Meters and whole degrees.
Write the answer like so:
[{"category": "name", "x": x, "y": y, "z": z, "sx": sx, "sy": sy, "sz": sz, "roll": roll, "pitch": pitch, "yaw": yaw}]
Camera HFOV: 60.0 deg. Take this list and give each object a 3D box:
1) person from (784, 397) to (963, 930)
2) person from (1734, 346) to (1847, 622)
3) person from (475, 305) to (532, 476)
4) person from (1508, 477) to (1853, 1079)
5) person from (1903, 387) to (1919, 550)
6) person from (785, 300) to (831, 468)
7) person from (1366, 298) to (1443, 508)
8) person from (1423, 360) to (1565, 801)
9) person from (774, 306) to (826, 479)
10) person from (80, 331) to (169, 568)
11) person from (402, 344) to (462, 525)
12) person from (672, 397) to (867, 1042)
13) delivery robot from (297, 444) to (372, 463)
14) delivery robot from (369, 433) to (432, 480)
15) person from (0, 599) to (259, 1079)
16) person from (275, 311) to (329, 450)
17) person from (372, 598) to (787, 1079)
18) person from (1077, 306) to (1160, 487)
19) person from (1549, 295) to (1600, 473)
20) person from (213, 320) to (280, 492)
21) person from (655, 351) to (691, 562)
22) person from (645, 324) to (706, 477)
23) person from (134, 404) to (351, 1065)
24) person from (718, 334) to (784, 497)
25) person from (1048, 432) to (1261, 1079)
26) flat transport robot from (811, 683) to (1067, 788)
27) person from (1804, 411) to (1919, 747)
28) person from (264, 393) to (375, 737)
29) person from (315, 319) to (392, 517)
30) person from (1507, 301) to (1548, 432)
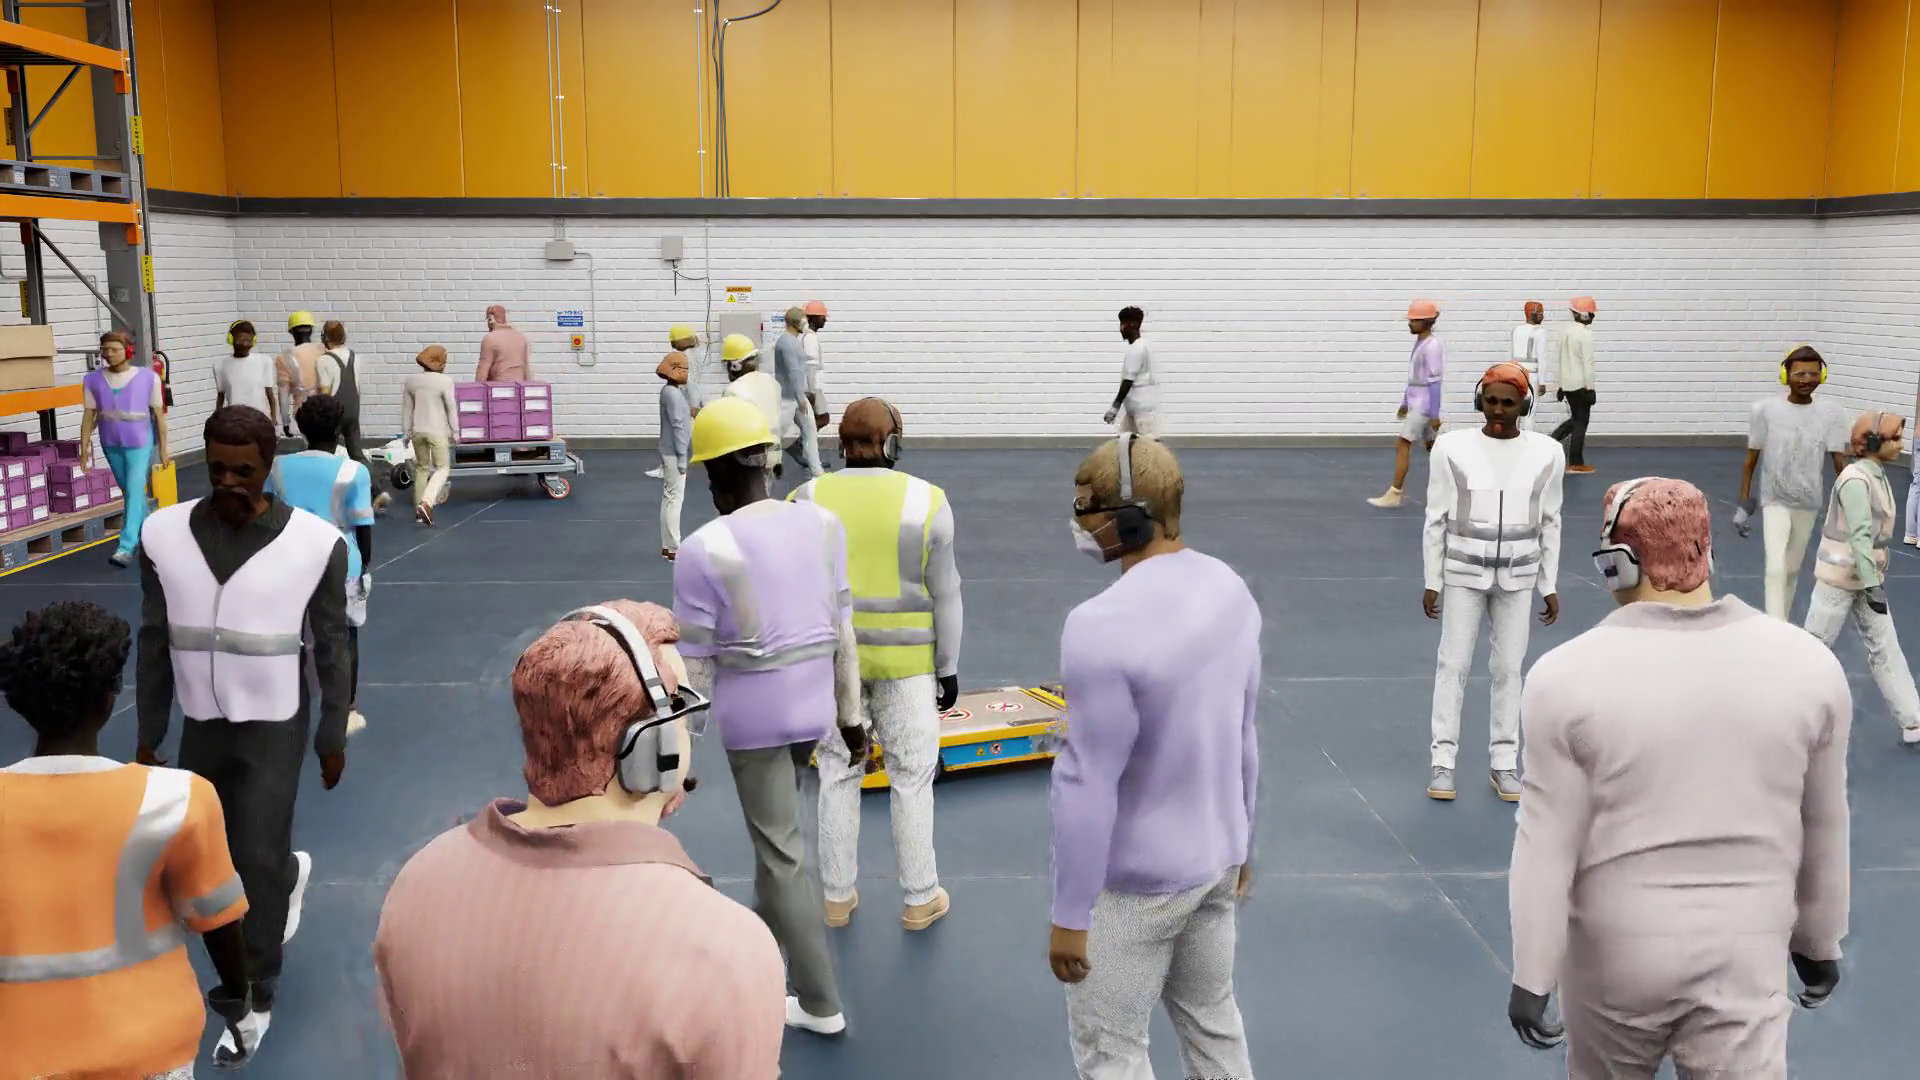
[{"category": "person", "x": -0.293, "y": 0.430, "z": 5.711, "sx": 0.621, "sy": 1.837, "sz": 0.429, "roll": 2, "pitch": 9, "yaw": 10}, {"category": "person", "x": 4.729, "y": -0.169, "z": 9.391, "sx": 0.557, "sy": 1.825, "sz": 0.932, "roll": 2, "pitch": 9, "yaw": 12}, {"category": "person", "x": -5.102, "y": -1.646, "z": 18.332, "sx": 0.911, "sy": 1.858, "sz": 0.696, "roll": 4, "pitch": 10, "yaw": 22}, {"category": "person", "x": 1.438, "y": 0.816, "z": 3.276, "sx": 0.694, "sy": 1.864, "sz": 0.867, "roll": 0, "pitch": 9, "yaw": 2}, {"category": "person", "x": 7.882, "y": -0.795, "z": 13.427, "sx": 0.308, "sy": 1.769, "sz": 0.525, "roll": 2, "pitch": 9, "yaw": 10}, {"category": "person", "x": -1.671, "y": -1.740, "z": 18.765, "sx": 0.468, "sy": 1.923, "sz": 0.546, "roll": -2, "pitch": 9, "yaw": -10}, {"category": "person", "x": 4.449, "y": -1.285, "z": 15.745, "sx": 1.029, "sy": 2.004, "sz": 0.621, "roll": 1, "pitch": 9, "yaw": 9}, {"category": "person", "x": 2.260, "y": 0.179, "z": 7.090, "sx": 0.572, "sy": 1.886, "sz": 0.354, "roll": 1, "pitch": 9, "yaw": 7}, {"category": "person", "x": -1.802, "y": -1.473, "z": 17.235, "sx": 1.042, "sy": 1.891, "sz": 0.637, "roll": 1, "pitch": 9, "yaw": 7}, {"category": "person", "x": -6.439, "y": -0.704, "z": 12.785, "sx": 0.585, "sy": 1.787, "sz": 0.987, "roll": -1, "pitch": 9, "yaw": -3}, {"category": "person", "x": -4.734, "y": -0.923, "z": 14.701, "sx": 0.549, "sy": 1.598, "sz": 0.559, "roll": 3, "pitch": 10, "yaw": 19}, {"category": "person", "x": -0.639, "y": 0.520, "z": 4.987, "sx": 0.850, "sy": 1.883, "sz": 0.612, "roll": 9, "pitch": 13, "yaw": 44}, {"category": "delivery robot", "x": -6.352, "y": -0.795, "z": 16.843, "sx": 0.707, "sy": 0.478, "sz": 0.477, "roll": -6, "pitch": 11, "yaw": -35}, {"category": "delivery robot", "x": -5.807, "y": -0.876, "z": 17.341, "sx": 0.477, "sy": 0.478, "sz": 0.707, "roll": 5, "pitch": 10, "yaw": 26}, {"category": "person", "x": -1.618, "y": 0.925, "z": 3.181, "sx": 0.546, "sy": 1.661, "sz": 0.806, "roll": -2, "pitch": 9, "yaw": -10}, {"category": "person", "x": -5.974, "y": -1.158, "z": 15.308, "sx": 0.614, "sy": 1.873, "sz": 0.919, "roll": -8, "pitch": 12, "yaw": -41}, {"category": "person", "x": -0.465, "y": 1.001, "z": 2.156, "sx": 0.661, "sy": 1.861, "sz": 1.019, "roll": 5, "pitch": 11, "yaw": 29}, {"category": "person", "x": 1.646, "y": -1.298, "z": 16.083, "sx": 1.014, "sy": 1.894, "sz": 0.600, "roll": 1, "pitch": 9, "yaw": 9}, {"category": "person", "x": 6.777, "y": -1.708, "z": 18.374, "sx": 0.532, "sy": 1.978, "sz": 0.620, "roll": 0, "pitch": 9, "yaw": -3}, {"category": "person", "x": -6.181, "y": -0.993, "z": 14.444, "sx": 0.520, "sy": 1.841, "sz": 0.772, "roll": -3, "pitch": 10, "yaw": -19}, {"category": "person", "x": -2.201, "y": -0.645, "z": 12.914, "sx": 0.285, "sy": 1.632, "sz": 0.498, "roll": -3, "pitch": 10, "yaw": -18}, {"category": "person", "x": -2.917, "y": -1.499, "z": 18.015, "sx": 0.940, "sy": 1.676, "sz": 0.504, "roll": 1, "pitch": 9, "yaw": 4}, {"category": "person", "x": -2.086, "y": 0.524, "z": 4.957, "sx": 0.634, "sy": 1.887, "sz": 0.716, "roll": 0, "pitch": 9, "yaw": 2}, {"category": "person", "x": -1.460, "y": -0.570, "z": 11.920, "sx": 0.543, "sy": 1.808, "sz": 0.614, "roll": 6, "pitch": 11, "yaw": 31}, {"category": "person", "x": 0.433, "y": 0.725, "z": 3.645, "sx": 0.384, "sy": 1.922, "sz": 0.679, "roll": 8, "pitch": 12, "yaw": 41}, {"category": "flat transport robot", "x": 0.011, "y": 0.887, "z": 7.687, "sx": 1.431, "sy": 0.197, "sz": 0.652, "roll": -4, "pitch": 10, "yaw": -25}, {"category": "person", "x": 4.265, "y": 0.209, "z": 7.771, "sx": 0.828, "sy": 1.600, "sz": 0.528, "roll": 8, "pitch": 13, "yaw": 42}, {"category": "person", "x": -3.047, "y": 0.147, "z": 7.902, "sx": 0.547, "sy": 1.682, "sz": 0.499, "roll": 0, "pitch": 9, "yaw": 1}, {"category": "person", "x": -5.603, "y": -1.098, "z": 15.144, "sx": 0.859, "sy": 1.821, "sz": 0.503, "roll": 6, "pitch": 11, "yaw": 33}, {"category": "person", "x": 6.789, "y": -1.909, "z": 19.898, "sx": 0.352, "sy": 1.883, "sz": 0.576, "roll": -4, "pitch": 10, "yaw": -24}]
